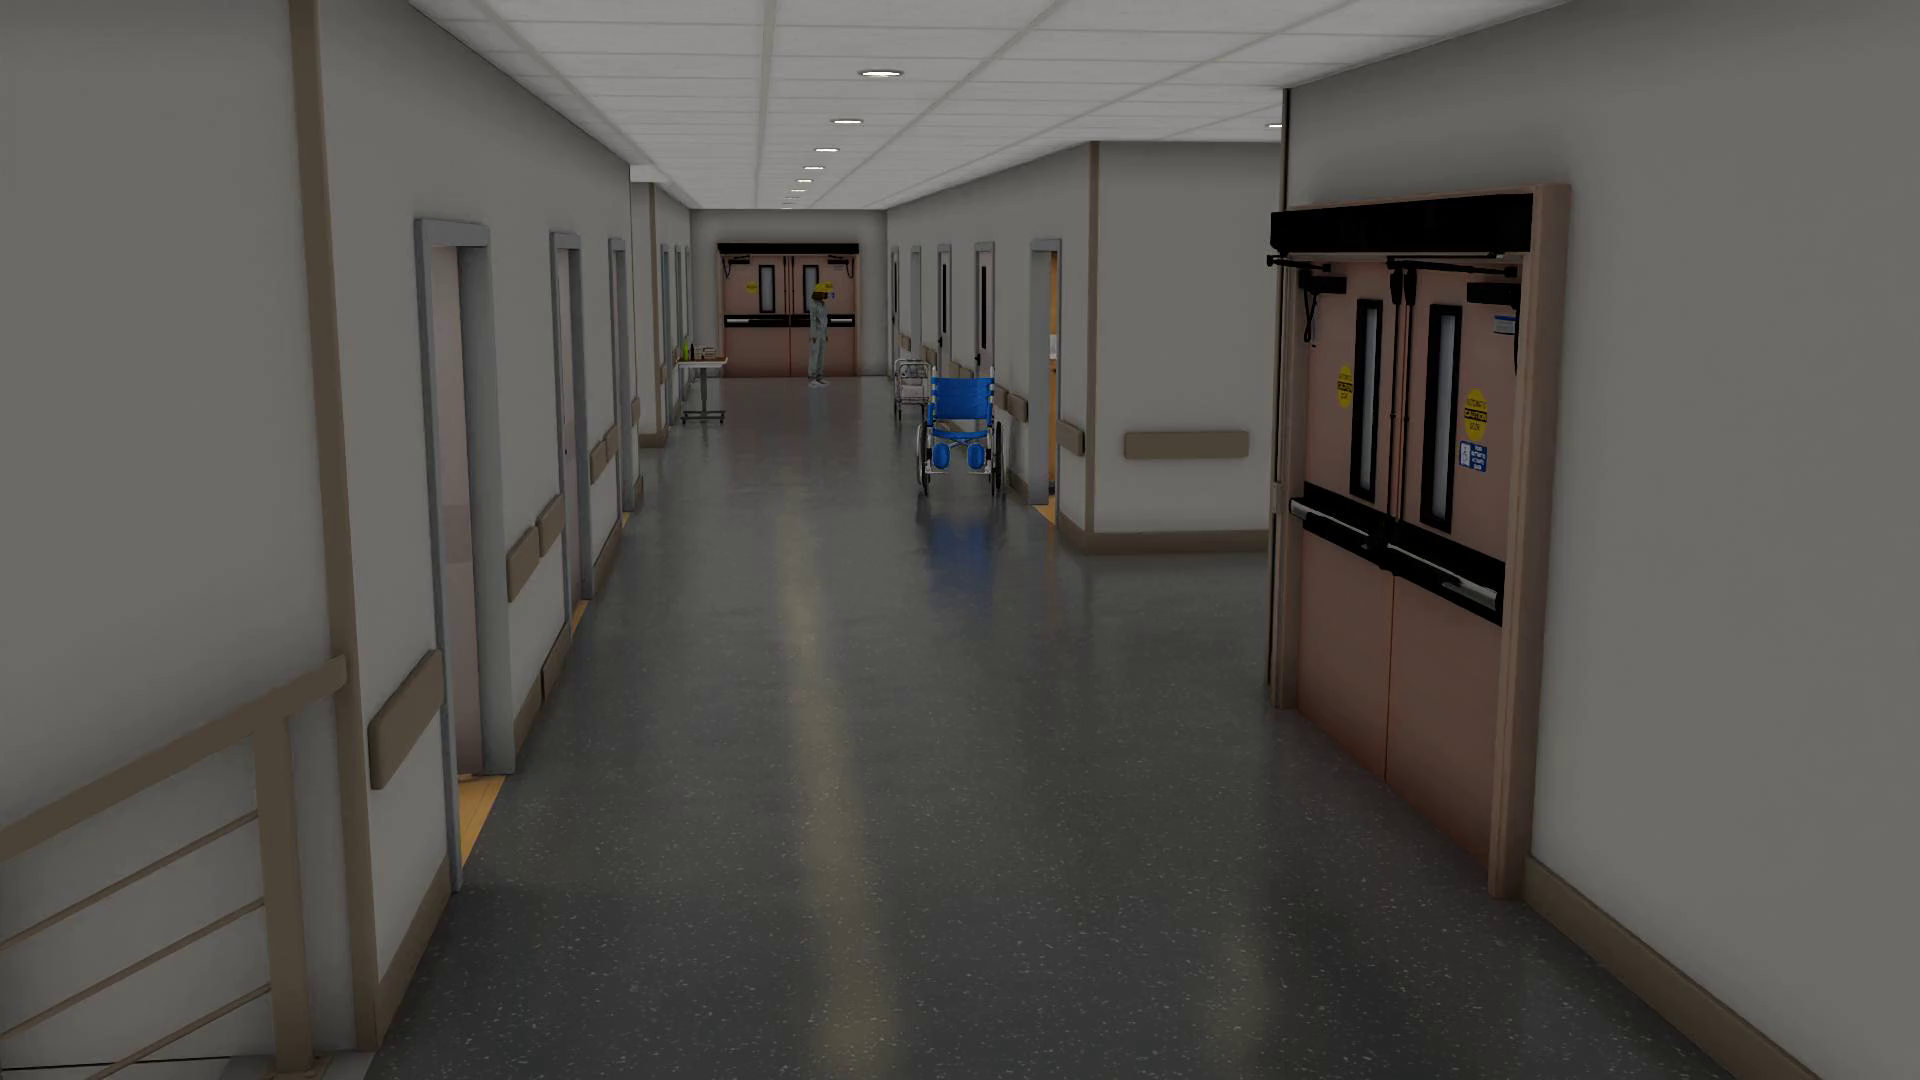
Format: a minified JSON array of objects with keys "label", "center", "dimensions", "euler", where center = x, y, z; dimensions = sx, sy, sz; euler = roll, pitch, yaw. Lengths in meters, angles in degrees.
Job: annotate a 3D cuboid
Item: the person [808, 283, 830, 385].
[{"label":"person","center":[-2.386,-3.491,28.261],"dimensions":[0.346,1.734,0.485],"euler":[4,11,23]}]
